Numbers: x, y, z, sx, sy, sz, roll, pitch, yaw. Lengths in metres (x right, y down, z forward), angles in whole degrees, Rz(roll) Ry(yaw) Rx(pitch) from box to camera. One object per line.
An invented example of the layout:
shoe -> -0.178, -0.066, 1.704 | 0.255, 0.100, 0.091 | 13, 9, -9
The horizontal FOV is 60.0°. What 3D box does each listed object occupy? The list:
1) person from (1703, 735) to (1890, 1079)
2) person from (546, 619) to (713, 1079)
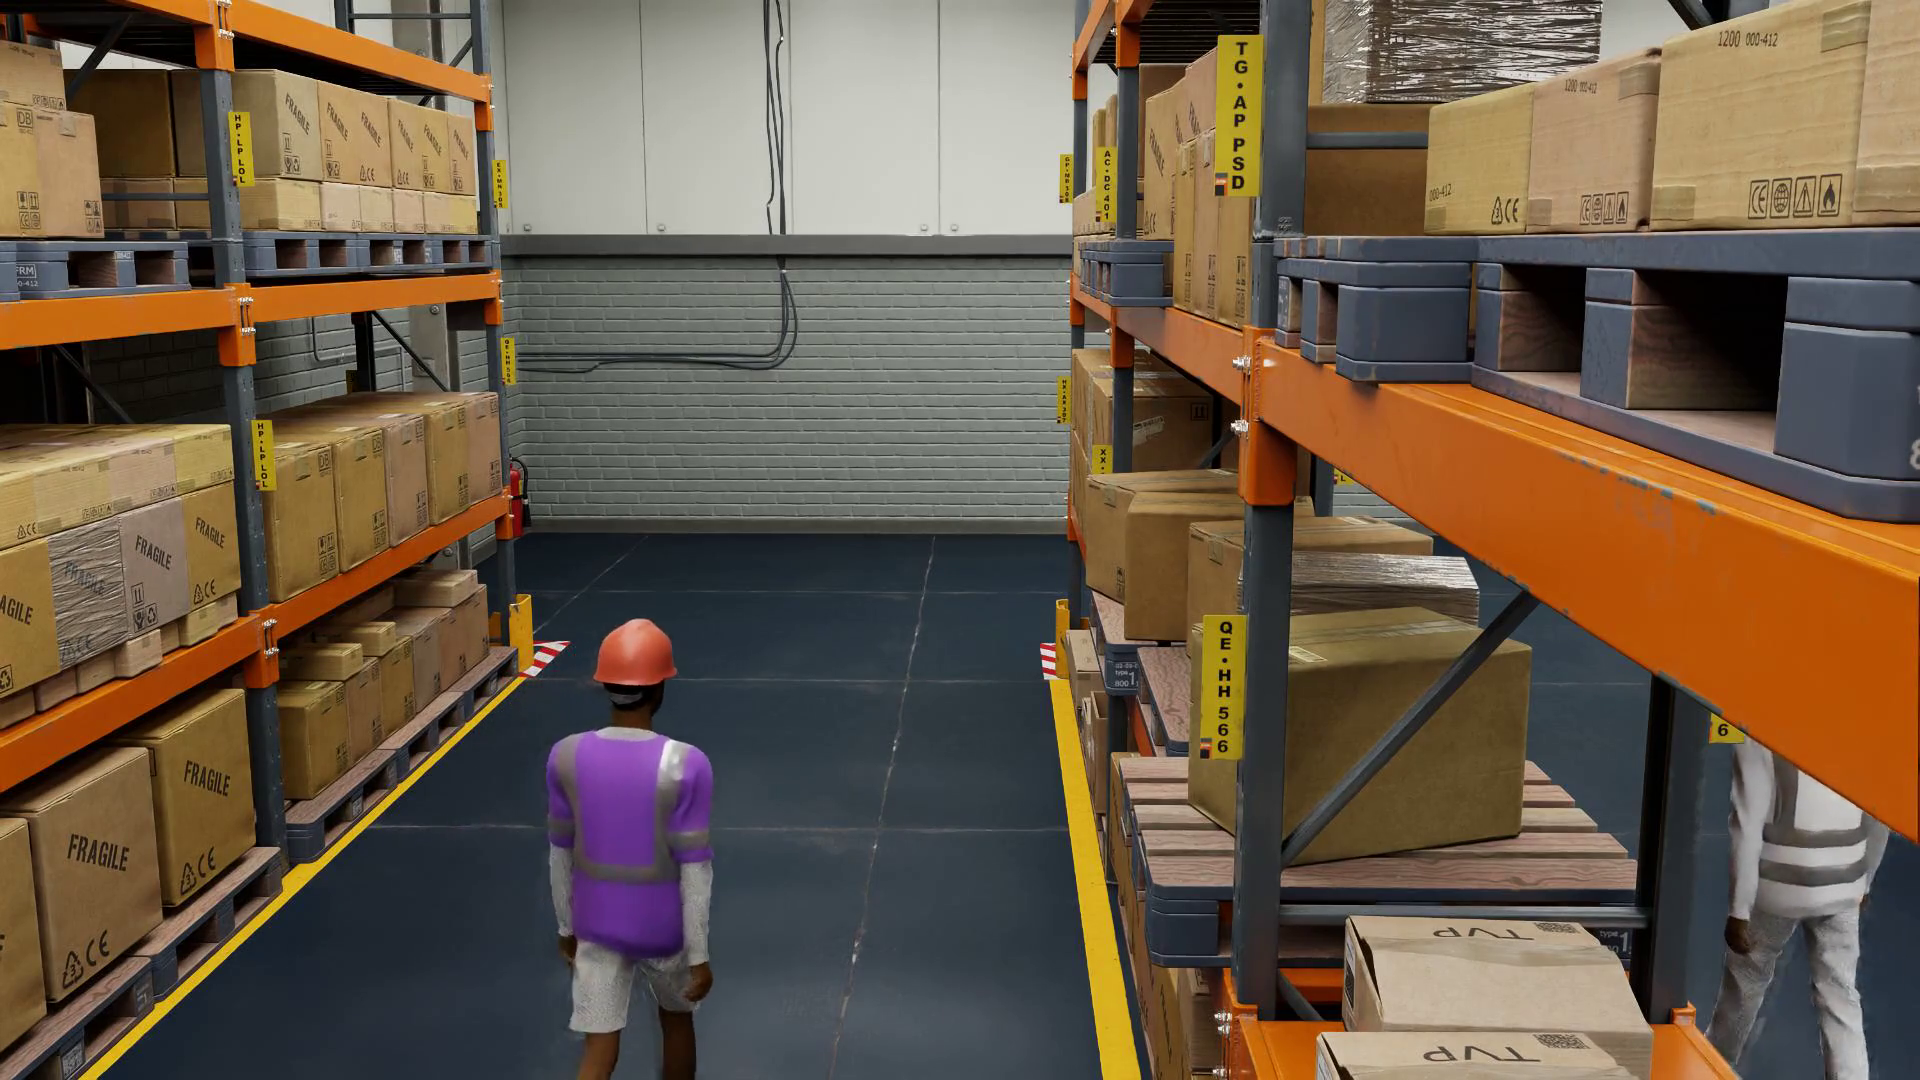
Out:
person -> 2.801, 1.147, 5.555 | 0.600, 1.829, 1.006 | -1, 10, -3
person -> -1.025, 1.185, 5.178 | 0.556, 1.895, 0.972 | 2, 10, 10
